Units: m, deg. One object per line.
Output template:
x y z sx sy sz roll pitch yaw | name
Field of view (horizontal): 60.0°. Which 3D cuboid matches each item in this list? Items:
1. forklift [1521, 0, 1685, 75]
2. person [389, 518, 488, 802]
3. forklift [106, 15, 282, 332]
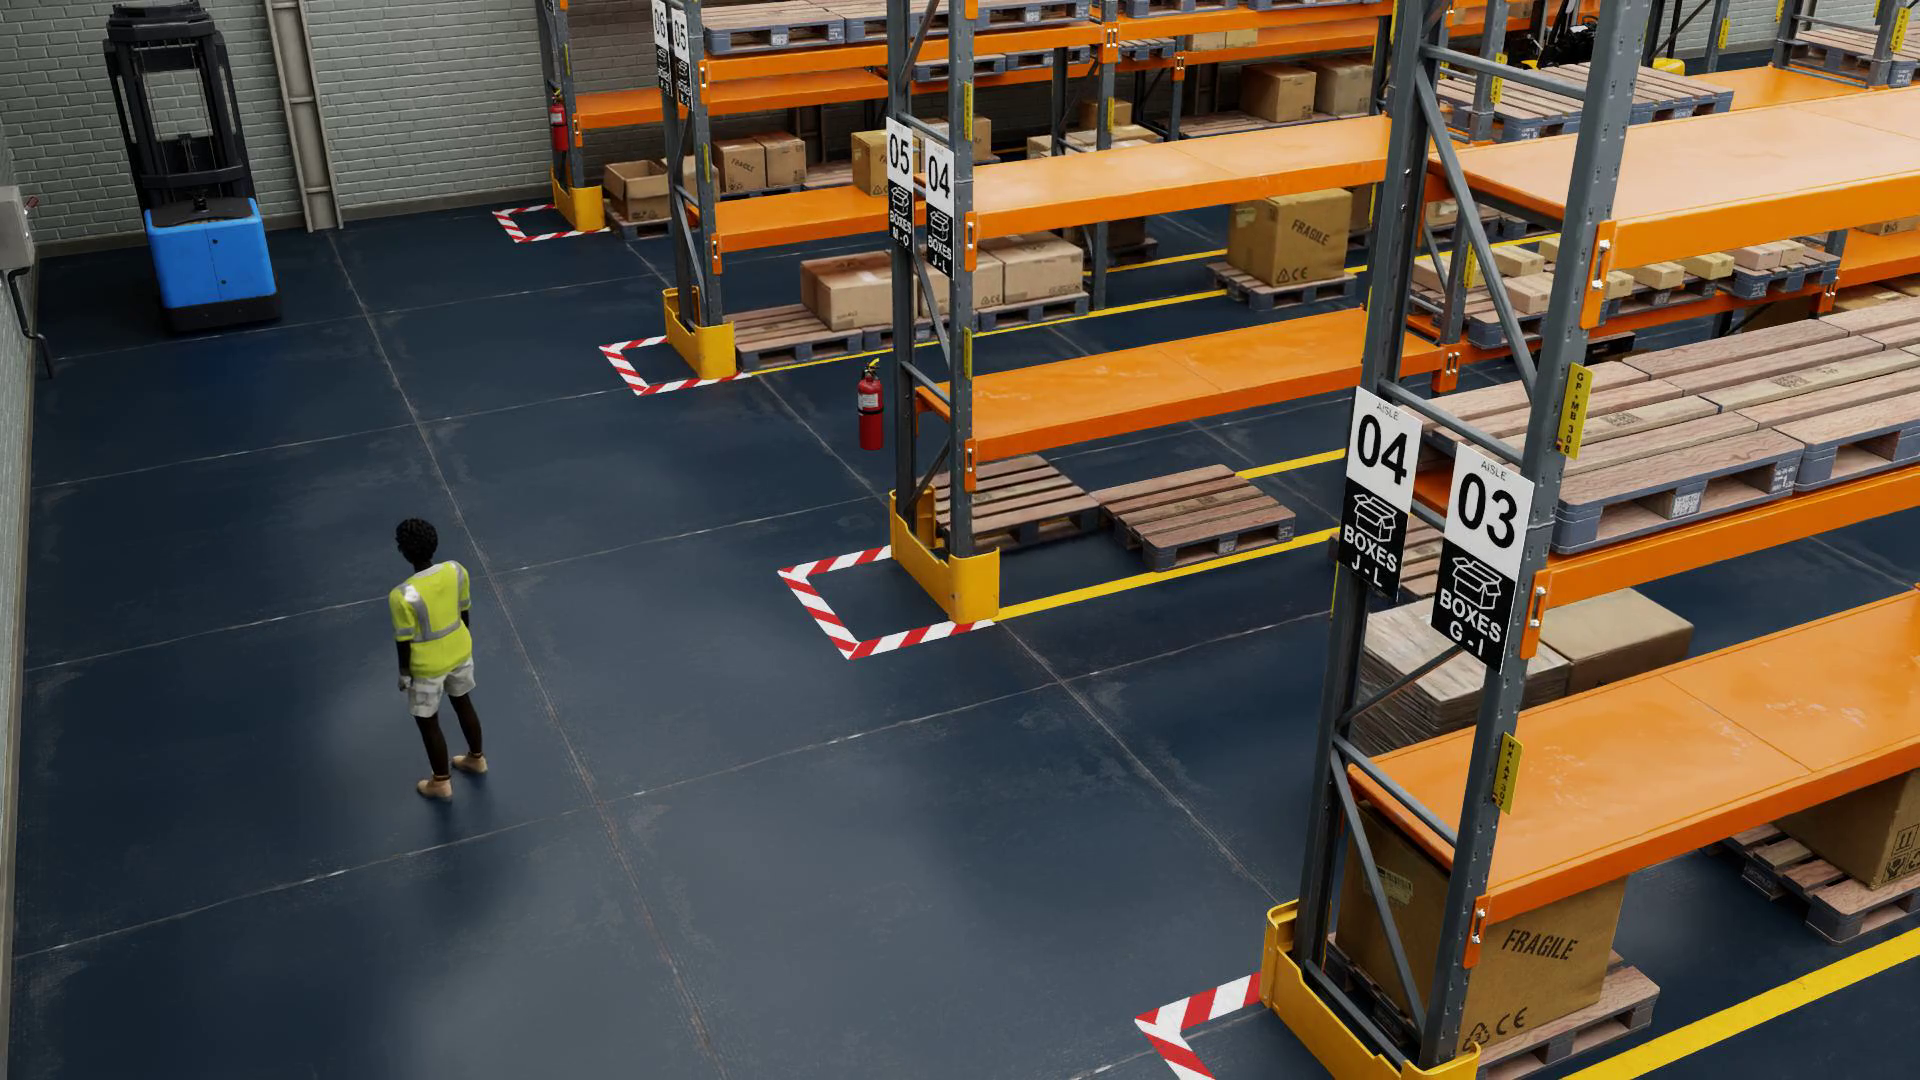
8.950 -6.807 23.056 1.214 2.155 2.313 -12 30 -22 | forklift
-2.916 0.658 9.302 0.320 1.683 0.538 15 31 26 | person
-7.548 -3.672 16.323 1.129 2.768 1.873 -12 30 -22 | forklift
